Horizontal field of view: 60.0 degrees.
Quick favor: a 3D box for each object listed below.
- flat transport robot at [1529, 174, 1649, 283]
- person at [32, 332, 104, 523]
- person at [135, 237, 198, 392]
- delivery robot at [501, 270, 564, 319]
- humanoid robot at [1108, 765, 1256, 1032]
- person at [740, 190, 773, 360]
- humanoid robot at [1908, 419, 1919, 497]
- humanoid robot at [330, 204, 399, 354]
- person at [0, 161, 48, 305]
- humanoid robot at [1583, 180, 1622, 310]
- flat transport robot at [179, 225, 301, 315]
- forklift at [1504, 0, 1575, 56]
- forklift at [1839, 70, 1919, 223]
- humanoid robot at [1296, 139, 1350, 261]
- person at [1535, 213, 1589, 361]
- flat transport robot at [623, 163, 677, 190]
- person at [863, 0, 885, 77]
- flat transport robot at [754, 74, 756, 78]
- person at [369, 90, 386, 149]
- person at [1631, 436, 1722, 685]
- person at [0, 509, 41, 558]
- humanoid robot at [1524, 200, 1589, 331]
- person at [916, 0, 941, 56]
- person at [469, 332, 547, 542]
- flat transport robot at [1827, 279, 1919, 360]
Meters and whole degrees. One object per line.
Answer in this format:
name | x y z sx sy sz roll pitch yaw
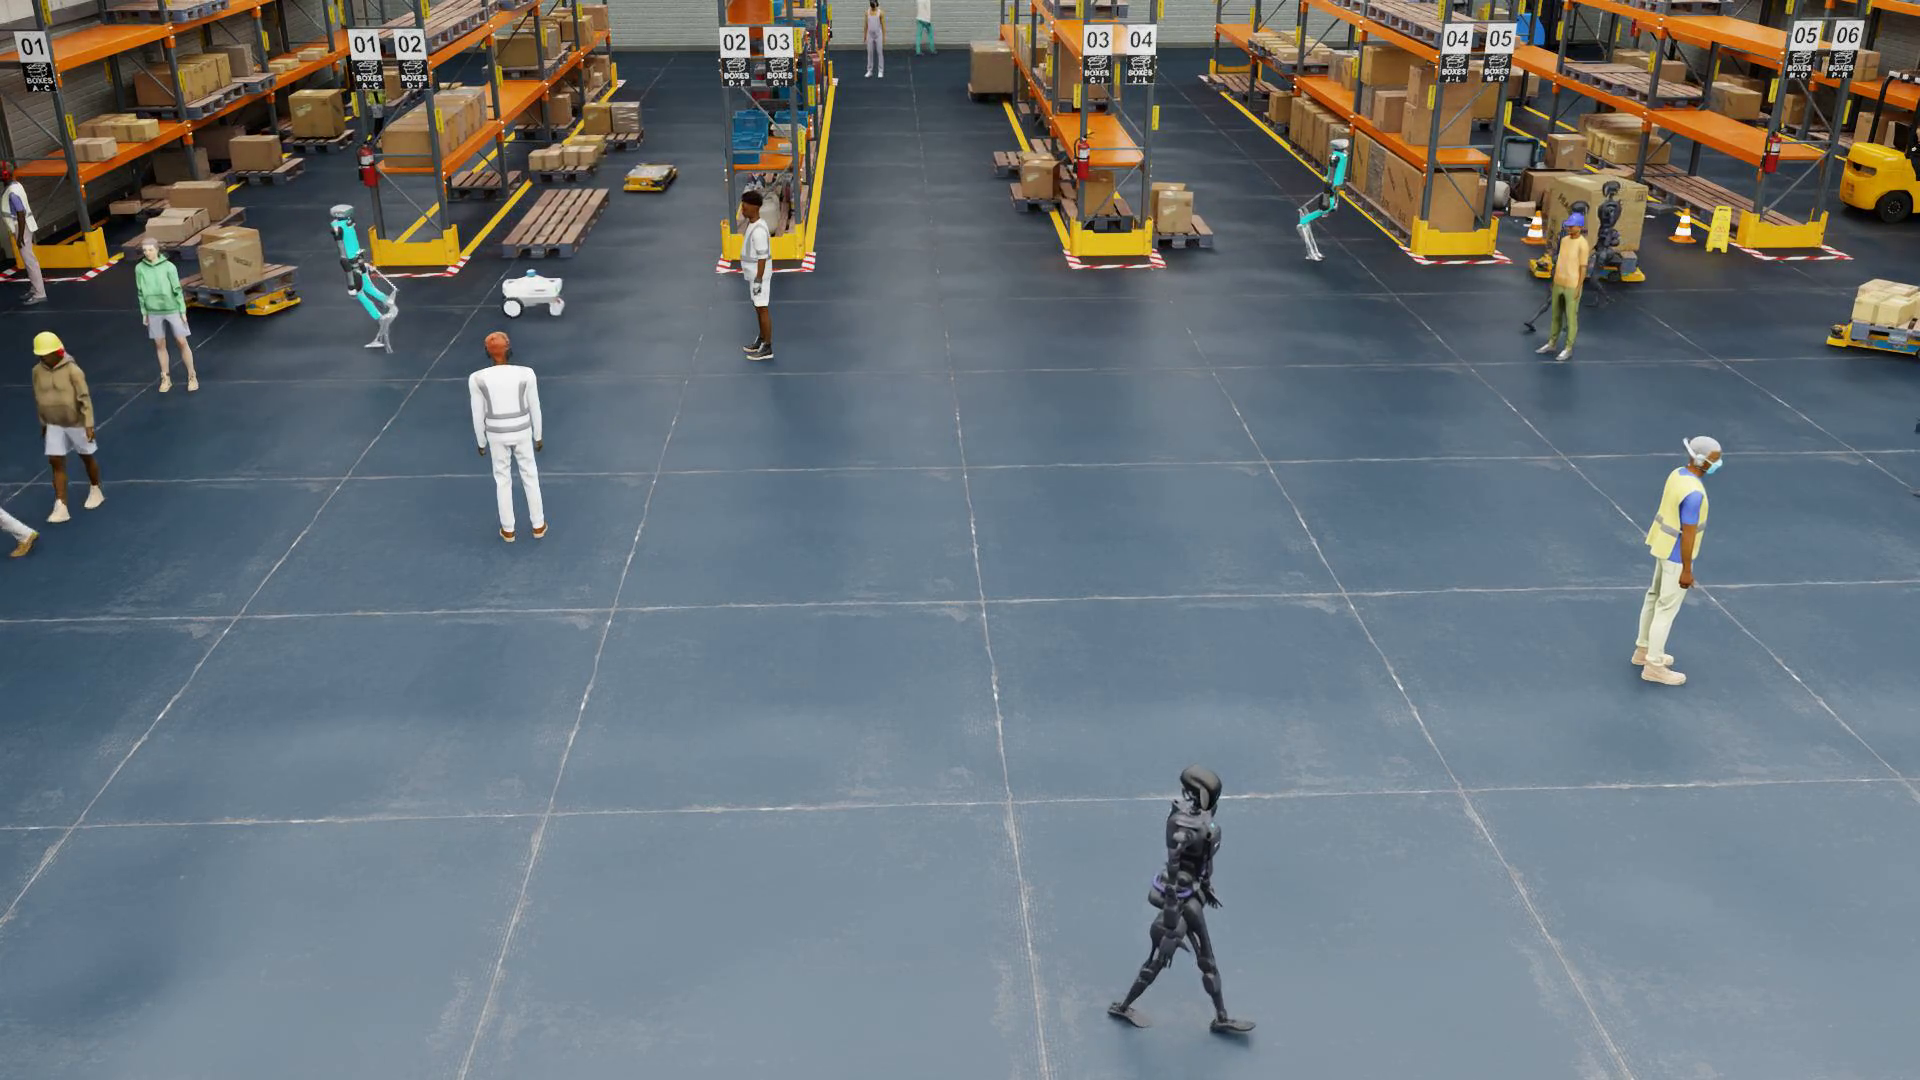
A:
flat transport robot | 8.634 -3.755 22.909 1.431 0.231 0.659 4 24 9
person | -8.064 -1.015 14.947 0.552 1.726 0.840 -1 24 -2
person | -8.715 -2.475 18.236 0.471 1.735 0.326 -3 24 -7
delivery robot | -5.453 -3.127 21.166 0.814 0.611 0.499 -2 24 -4
humanoid robot | 1.174 1.874 8.576 0.771 1.622 0.609 12 27 25
person | -2.364 -3.083 19.315 0.368 1.966 0.605 -5 25 -11
humanoid robot | 9.153 -1.112 15.240 0.594 1.649 0.499 -8 25 -17
humanoid robot | -6.875 -2.988 19.524 0.764 1.895 0.543 0 24 -1
person | -12.109 -3.971 21.456 0.391 1.846 0.562 -14 28 -28
humanoid robot | 8.232 -3.751 21.161 0.363 1.647 0.610 5 24 11
flat transport robot | -9.340 -3.131 21.507 1.431 0.231 0.659 8 25 18
forklift | 14.700 -13.805 42.301 1.873 2.768 1.129 -1 24 -2
forklift | 15.132 -6.143 25.915 2.313 2.155 1.214 -1 24 -2
humanoid robot | 5.023 -4.786 23.309 0.746 1.693 0.531 13 27 27
person | 7.028 -2.943 19.303 0.356 1.718 0.440 -11 26 -24
flat transport robot | -5.283 -6.187 28.374 0.659 0.231 1.431 1 24 1
person | -2.018 -11.831 39.095 0.531 1.861 0.386 5 24 11
flat transport robot | -4.131 -11.063 39.330 1.431 0.231 0.659 -1 24 -2
person | -10.894 -8.201 31.153 0.322 1.690 0.532 -4 24 -9
person | 5.233 0.131 12.187 0.395 1.890 0.528 3 24 8
person | -8.278 -0.594 13.859 0.896 1.862 0.560 -21 32 -39
humanoid robot | 7.341 -3.321 20.273 0.729 1.654 0.603 -5 25 -11
person | -0.851 -13.276 42.521 0.811 1.706 0.574 -22 32 -40
person | -3.926 -0.892 14.495 0.574 1.882 0.361 -7 25 -14
flat transport robot | 11.172 -2.377 19.814 1.431 0.231 0.659 15 28 30
